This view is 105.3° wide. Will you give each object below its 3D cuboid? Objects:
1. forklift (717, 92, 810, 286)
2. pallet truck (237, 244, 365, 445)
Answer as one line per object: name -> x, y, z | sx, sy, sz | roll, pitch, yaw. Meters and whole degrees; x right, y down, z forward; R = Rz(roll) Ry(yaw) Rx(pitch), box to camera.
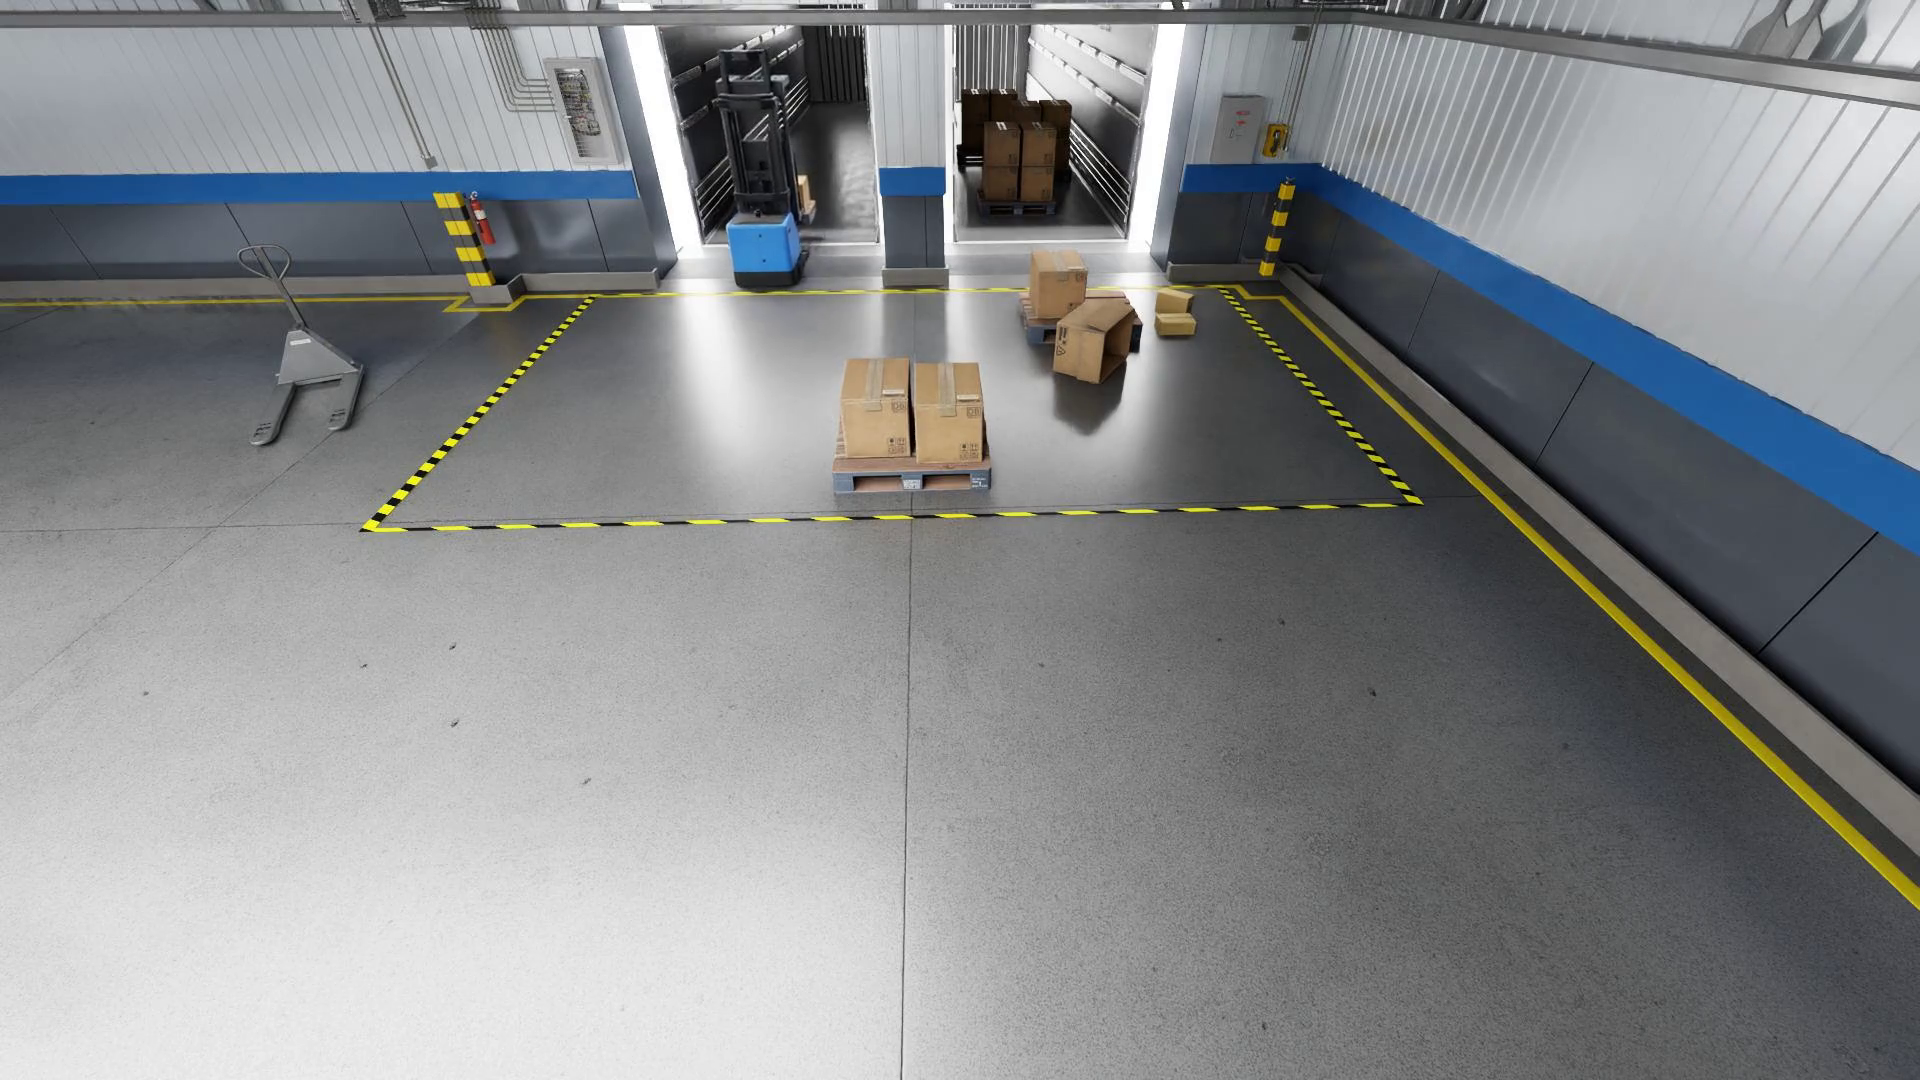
forklift -> -2.413, -4.150, 8.766 | 0.716, 2.013, 0.776 | -1, 38, -1
pallet truck -> -5.915, -1.733, 6.366 | 0.680, 1.201, 1.601 | -18, 42, -21
